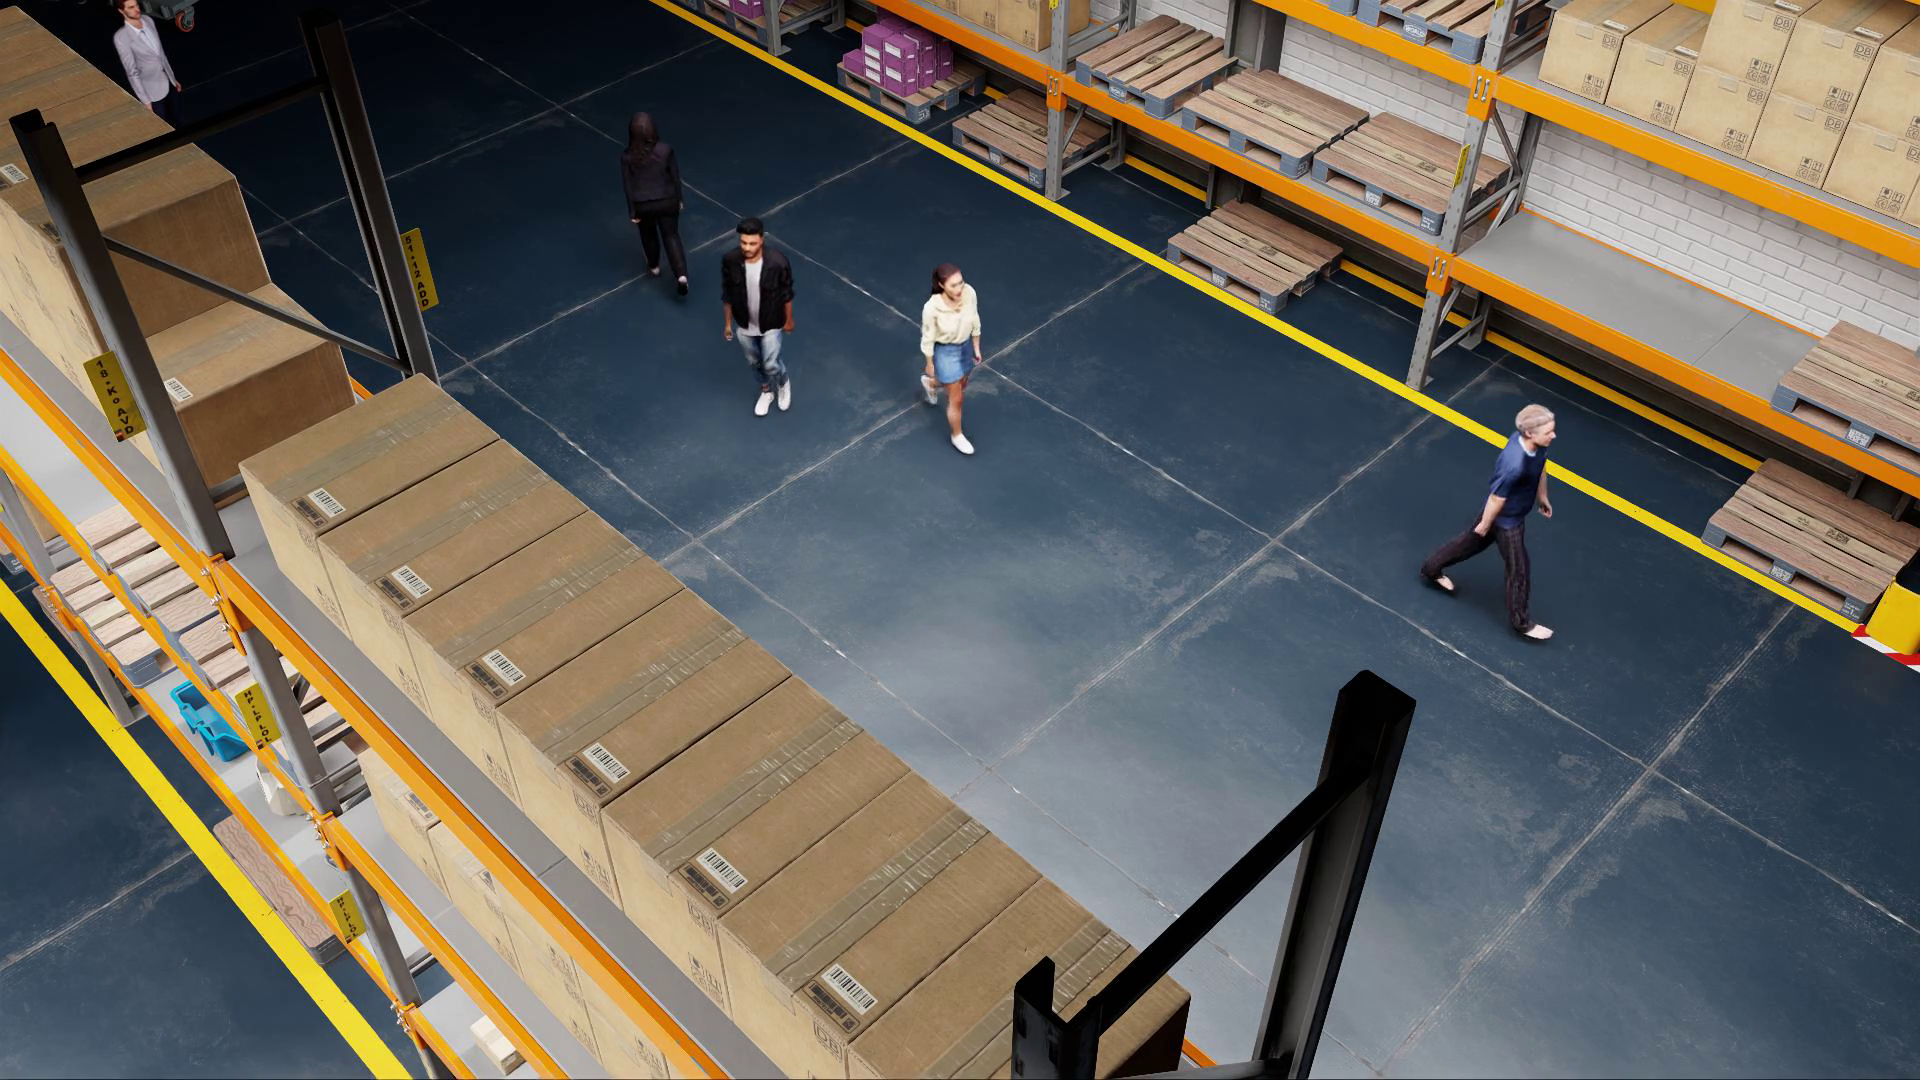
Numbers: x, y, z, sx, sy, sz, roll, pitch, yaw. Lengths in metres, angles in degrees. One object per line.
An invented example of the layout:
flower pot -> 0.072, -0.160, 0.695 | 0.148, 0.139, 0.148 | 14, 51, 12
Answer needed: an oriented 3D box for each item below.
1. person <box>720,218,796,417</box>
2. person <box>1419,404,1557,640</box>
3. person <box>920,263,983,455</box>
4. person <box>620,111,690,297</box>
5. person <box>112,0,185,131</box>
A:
person -> -1.505, -1.775, 12.769 | 0.760, 1.790, 0.868 | 11, 45, 11
person -> 3.549, -0.205, 11.105 | 1.293, 1.812, 0.886 | 23, 48, 22
person -> -0.096, -1.437, 12.541 | 0.725, 1.615, 1.007 | -26, 50, -25
person -> -2.540, -2.785, 13.973 | 0.890, 1.591, 1.138 | -16, 46, -16
person -> -7.364, -4.148, 15.214 | 0.765, 1.853, 0.766 | 10, 45, 10
